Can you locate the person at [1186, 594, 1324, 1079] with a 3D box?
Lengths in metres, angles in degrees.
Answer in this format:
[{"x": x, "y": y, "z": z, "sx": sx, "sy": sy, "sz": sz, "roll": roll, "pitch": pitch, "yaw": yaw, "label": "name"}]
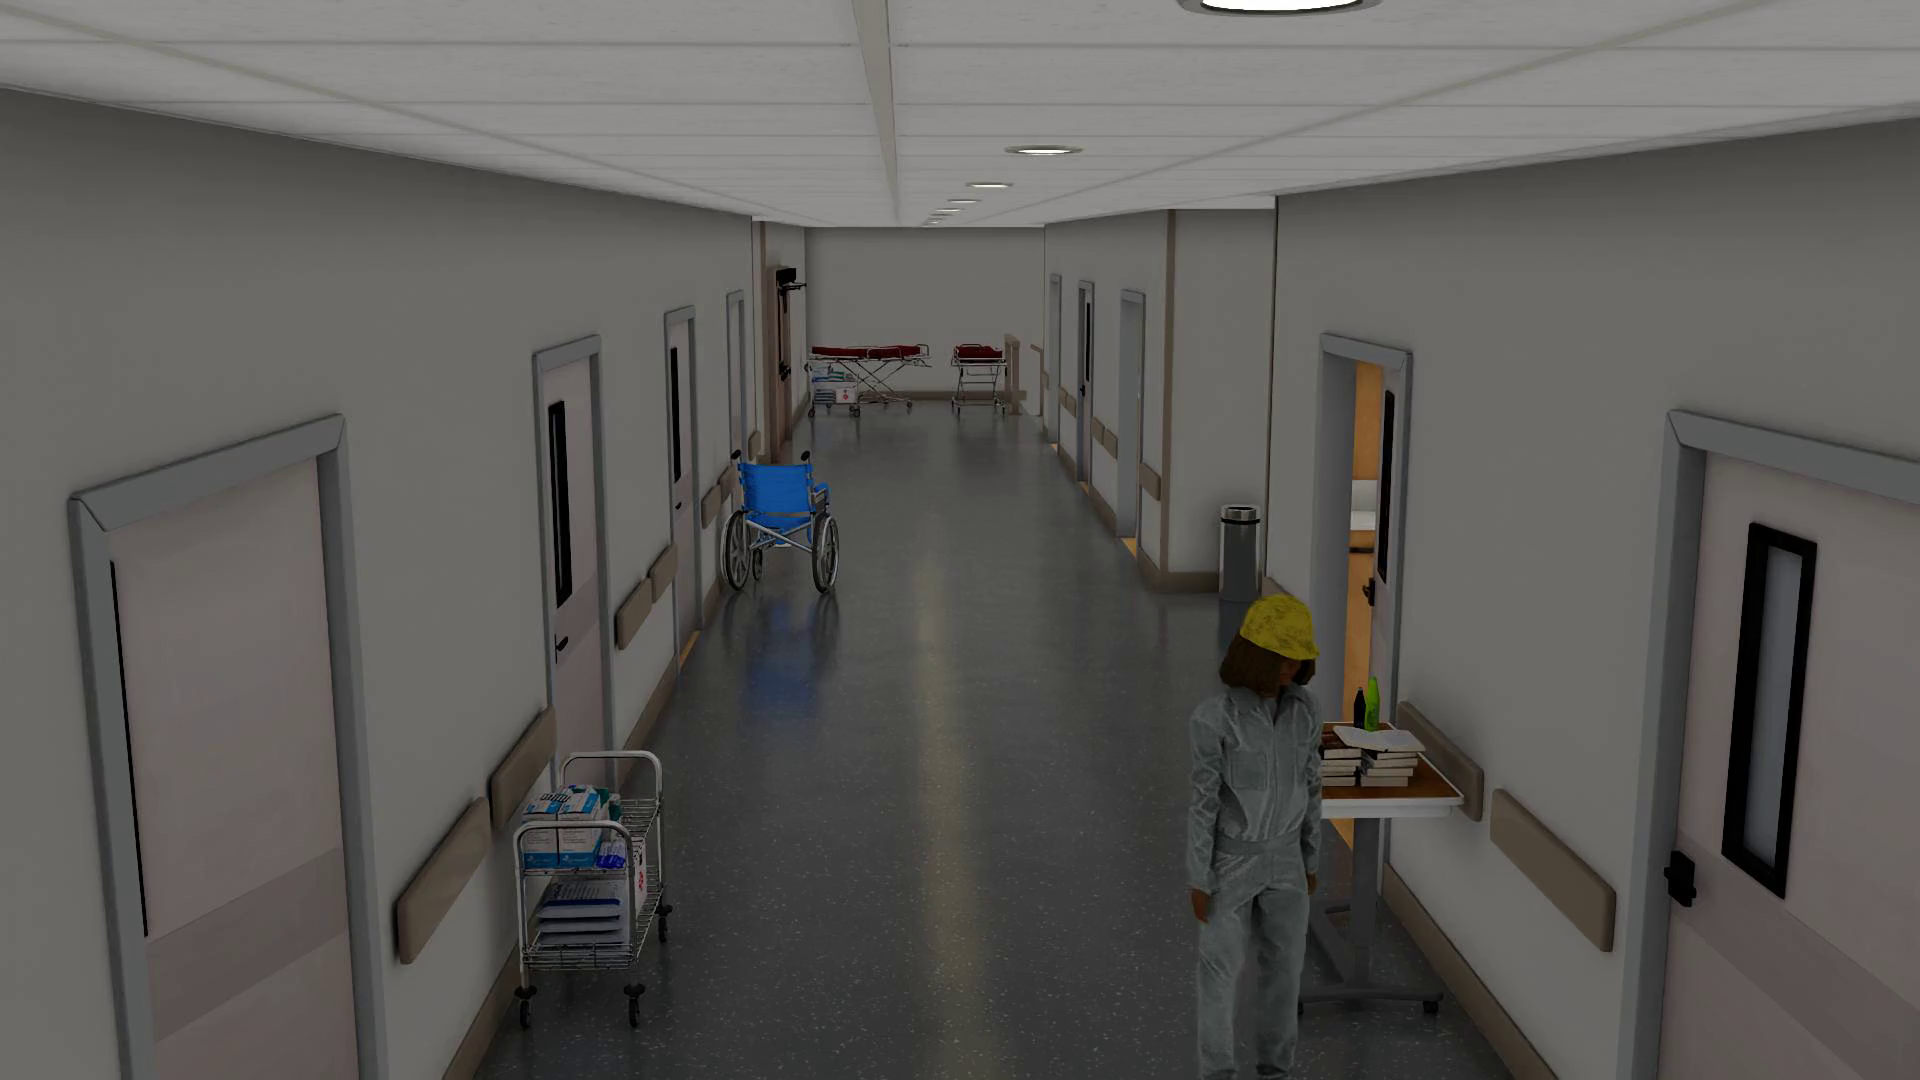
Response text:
[{"x": 0.926, "y": 1.007, "z": 5.111, "sx": 0.490, "sy": 1.730, "sz": 0.328, "roll": -5, "pitch": 11, "yaw": -26, "label": "person"}]
